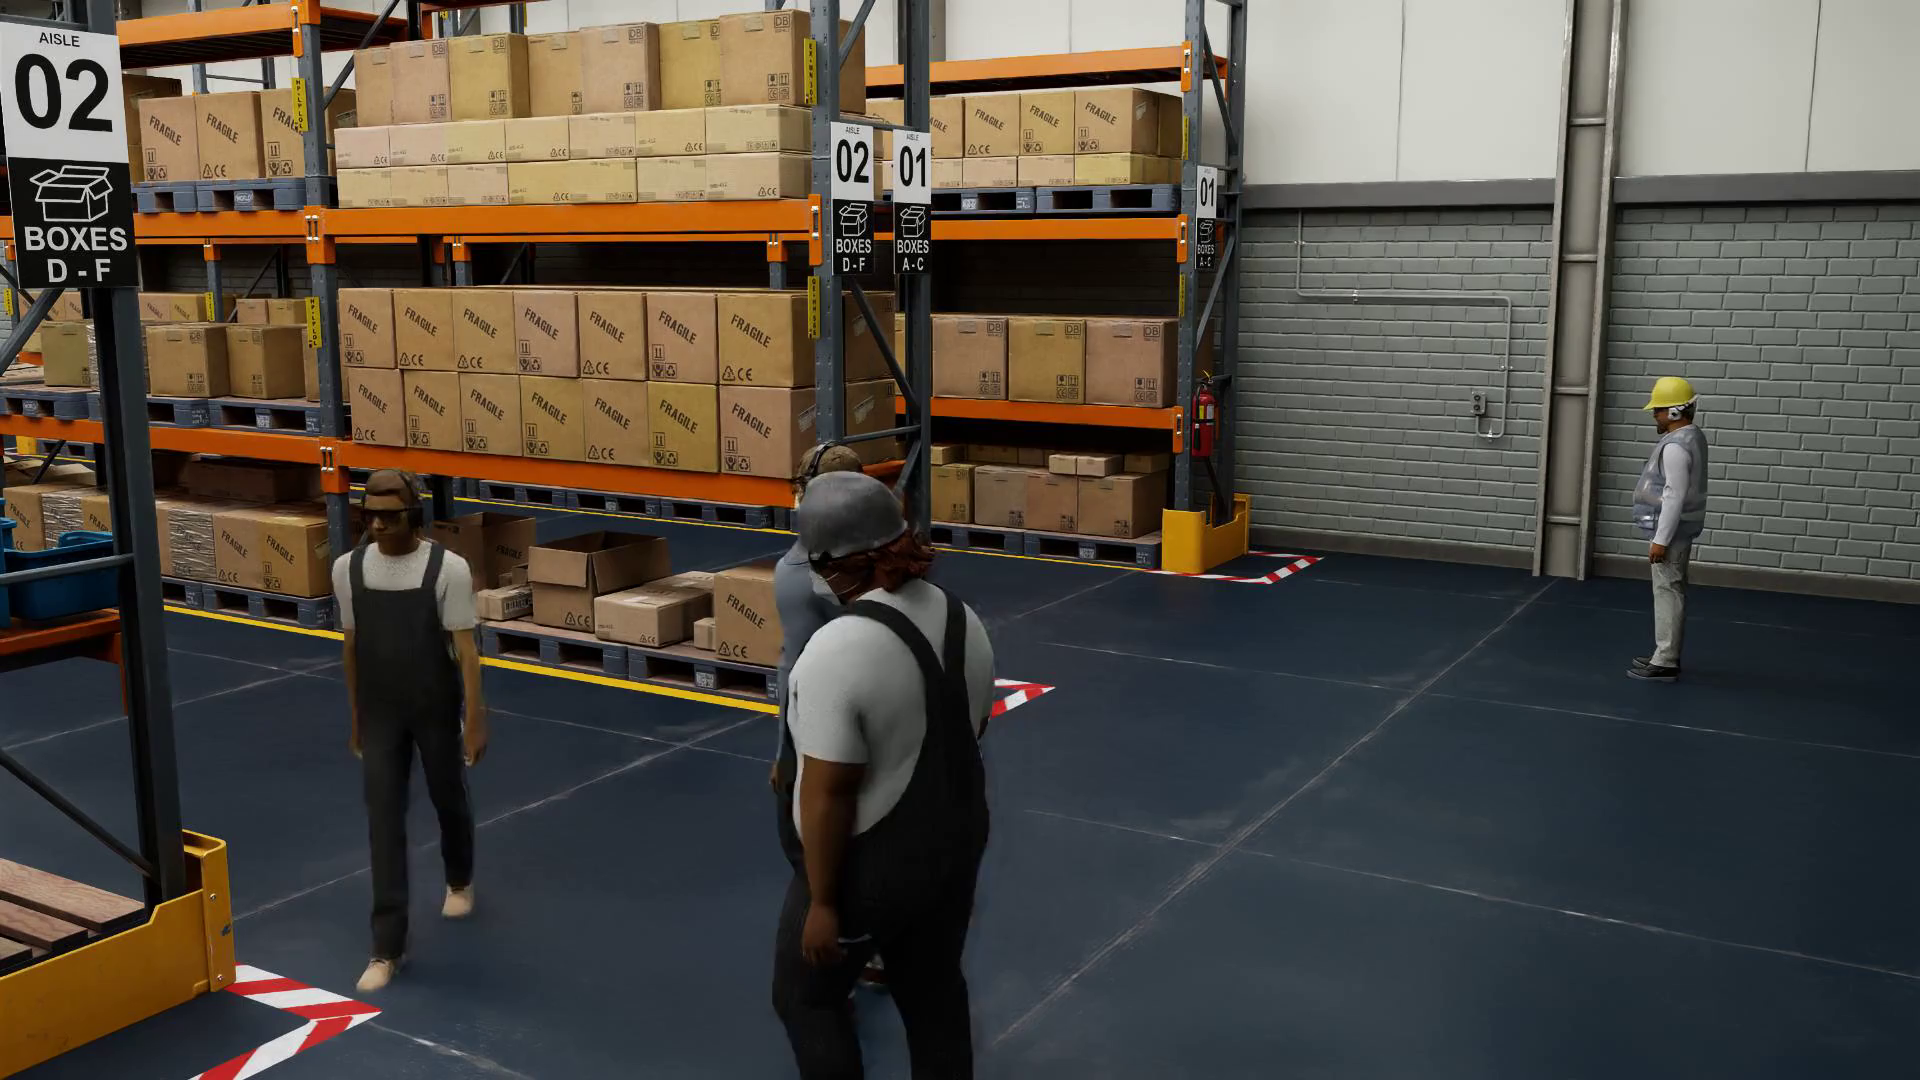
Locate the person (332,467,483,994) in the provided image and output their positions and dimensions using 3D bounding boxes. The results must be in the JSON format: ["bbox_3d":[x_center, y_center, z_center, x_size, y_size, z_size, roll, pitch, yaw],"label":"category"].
[{"bbox_3d":[-1.991,0.632,6.066,0.539,1.822,0.914,-1,10,-4],"label":"person"}]

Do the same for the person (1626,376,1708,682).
[{"bbox_3d":[4.234,-0.065,9.952,0.403,1.825,0.586,6,11,30],"label":"person"}]

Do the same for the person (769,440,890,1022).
[{"bbox_3d":[-0.412,0.634,5.526,0.373,1.940,0.629,6,11,30],"label":"person"}]
